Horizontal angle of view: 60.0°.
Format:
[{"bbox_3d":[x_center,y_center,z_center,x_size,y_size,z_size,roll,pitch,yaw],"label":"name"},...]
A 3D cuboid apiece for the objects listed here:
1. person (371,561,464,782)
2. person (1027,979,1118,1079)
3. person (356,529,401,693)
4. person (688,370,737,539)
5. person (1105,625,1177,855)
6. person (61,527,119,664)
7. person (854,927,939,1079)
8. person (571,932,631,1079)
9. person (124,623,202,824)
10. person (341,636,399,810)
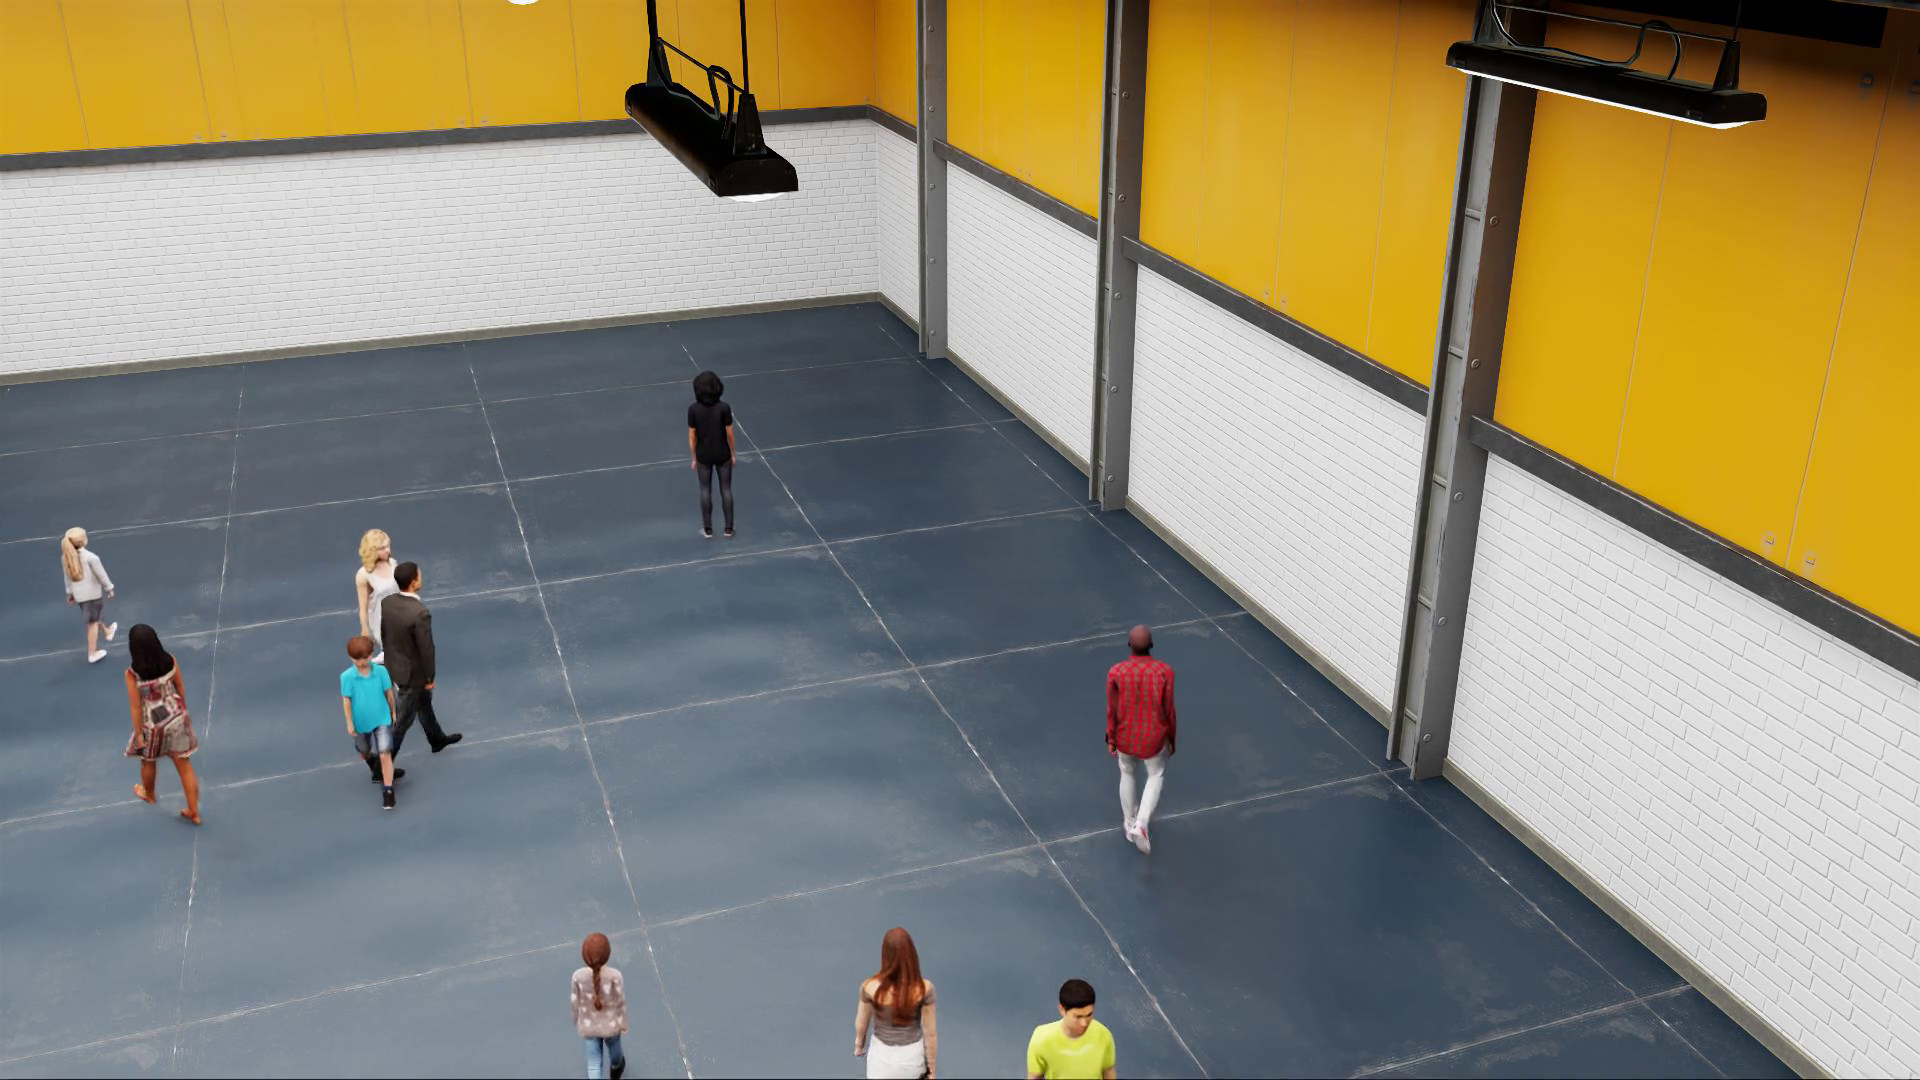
[{"bbox_3d":[-4.449,1.080,13.155,1.195,1.740,1.149,17,29,33],"label":"person"},{"bbox_3d":[0.556,2.990,8.870,0.682,1.672,1.100,-7,25,-16],"label":"person"},{"bbox_3d":[-4.968,0.670,14.214,1.069,1.644,1.018,11,26,23],"label":"person"},{"bbox_3d":[-2.613,-0.911,17.591,0.678,1.835,0.609,-2,24,-5],"label":"person"},{"bbox_3d":[1.319,1.476,12.163,0.937,1.808,1.047,5,24,11],"label":"person"},{"bbox_3d":[-7.935,0.514,15.061,0.757,1.250,0.909,3,24,7],"label":"person"},{"bbox_3d":[-0.336,2.909,9.013,0.749,1.706,0.985,-3,24,-7],"label":"person"},{"bbox_3d":[-2.127,2.863,9.783,0.626,1.173,0.858,-2,24,-4],"label":"person"},{"bbox_3d":[-5.970,1.416,12.539,1.096,1.618,0.963,17,29,34],"label":"person"},{"bbox_3d":[-4.589,1.352,12.932,0.511,1.420,0.917,-9,25,-19],"label":"person"}]
